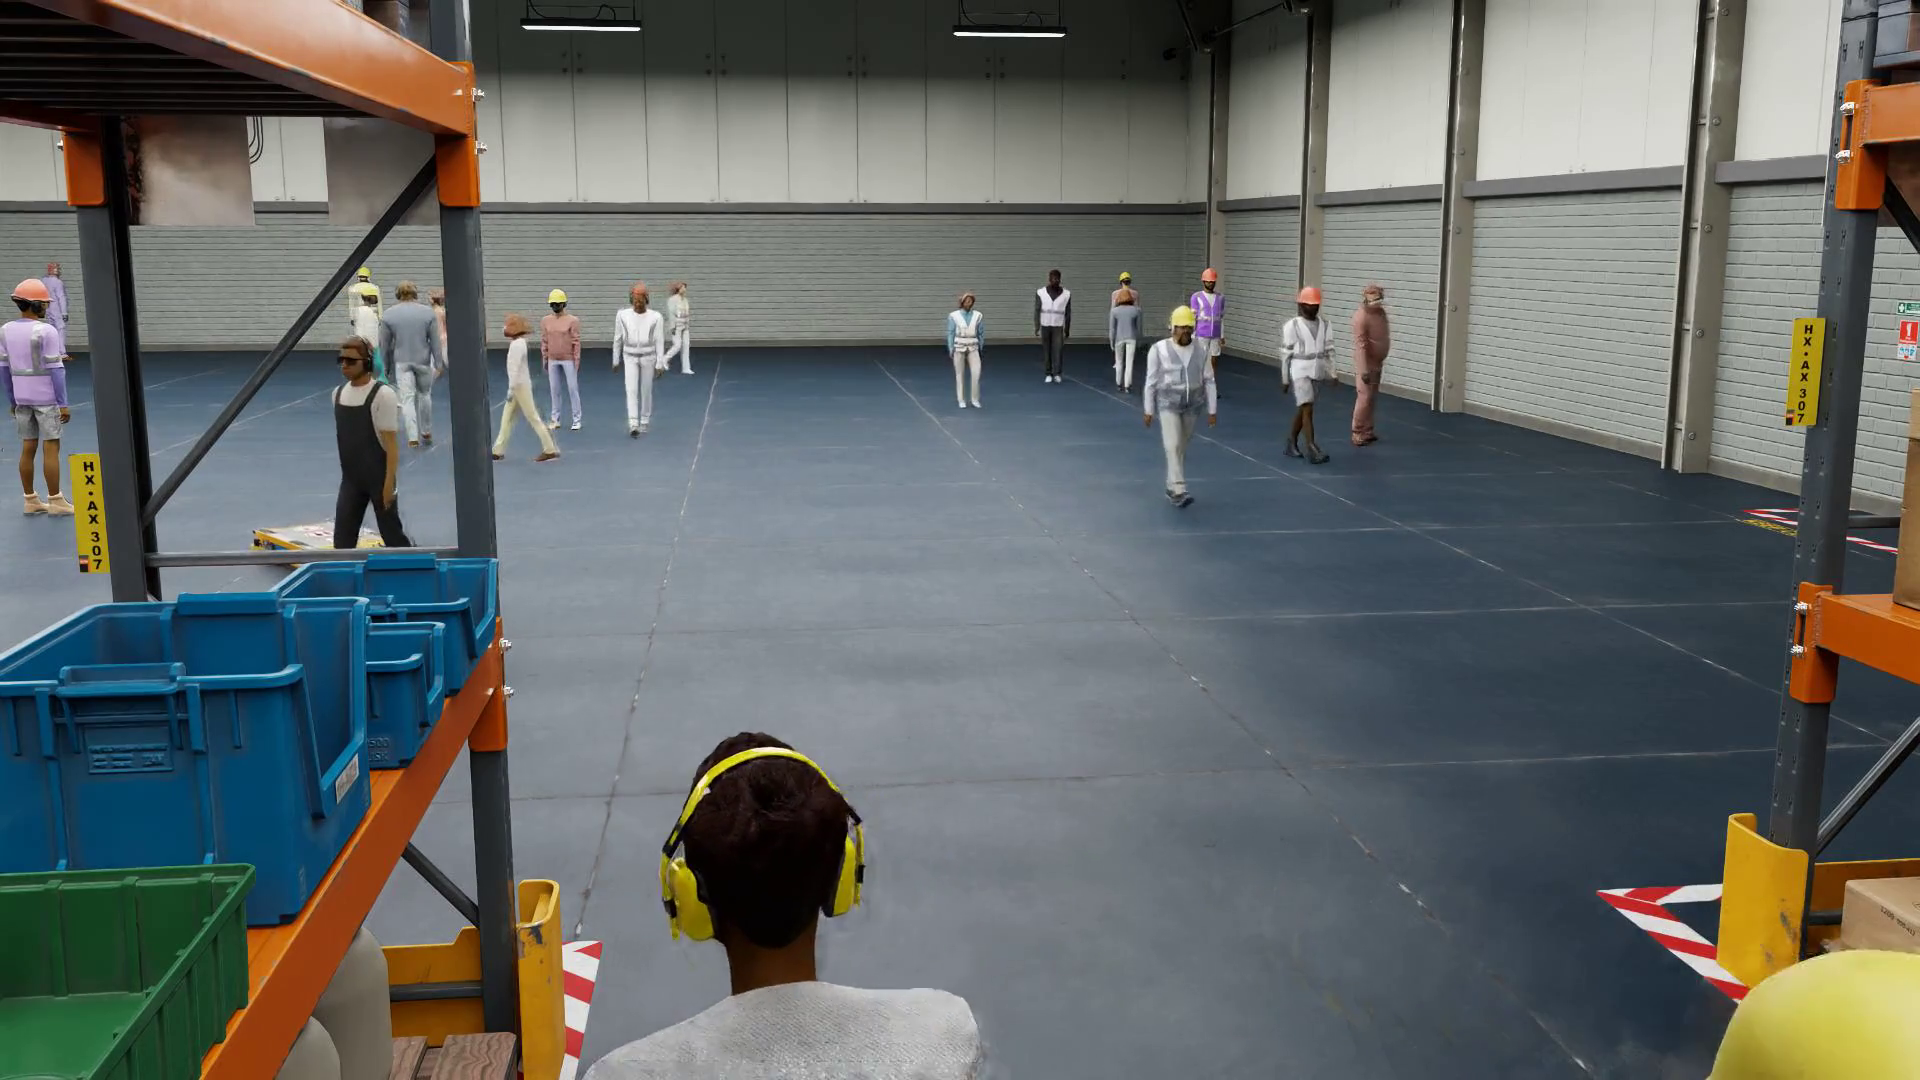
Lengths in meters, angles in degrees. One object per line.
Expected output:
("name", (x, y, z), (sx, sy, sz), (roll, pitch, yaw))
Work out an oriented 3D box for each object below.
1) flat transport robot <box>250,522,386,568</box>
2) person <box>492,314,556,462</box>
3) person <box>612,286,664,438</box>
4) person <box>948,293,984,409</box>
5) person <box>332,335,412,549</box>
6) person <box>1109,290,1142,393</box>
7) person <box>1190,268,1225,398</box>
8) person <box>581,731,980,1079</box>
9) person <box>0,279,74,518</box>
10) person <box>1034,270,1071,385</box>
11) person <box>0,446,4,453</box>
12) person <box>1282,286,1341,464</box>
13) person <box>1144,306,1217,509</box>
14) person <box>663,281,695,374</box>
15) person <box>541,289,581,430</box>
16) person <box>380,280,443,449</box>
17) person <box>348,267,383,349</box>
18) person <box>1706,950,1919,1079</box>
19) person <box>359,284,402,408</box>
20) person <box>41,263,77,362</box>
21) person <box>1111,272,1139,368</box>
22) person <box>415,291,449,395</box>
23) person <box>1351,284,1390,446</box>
("flat transport robot", (-4.642, 0.056, 12.222), (0.652, 0.197, 1.431), (-9, 14, -41))
("person", (-4.739, -1.611, 17.741), (0.847, 1.582, 0.515), (-3, 11, -14))
("person", (-3.886, -2.152, 20.100), (0.623, 1.820, 0.996), (-2, 10, -9))
("person", (0.095, -2.633, 23.248), (0.533, 1.616, 0.617), (-2, 11, -12))
("person", (-3.736, -0.377, 10.419), (0.532, 1.803, 0.879), (4, 11, 23))
("person", (2.578, -3.097, 25.899), (0.503, 1.586, 0.876), (1, 10, 8))
("person", (3.693, -3.059, 24.726), (0.552, 1.935, 0.367), (-3, 11, -16))
("person", (-0.198, 1.138, 2.039), (0.495, 1.828, 0.984), (-2, 11, -12))
("person", (-7.918, -1.214, 14.323), (0.615, 2.041, 0.386), (3, 11, 17))
("person", (1.513, -3.470, 27.202), (0.603, 1.854, 1.036), (1, 10, 3))
("person", (-10.829, -1.774, 18.059), (0.528, 1.815, 0.992), (-1, 10, -7))
("person", (3.747, -1.776, 17.858), (0.547, 1.888, 0.981), (-4, 11, -22))
("person", (1.996, -1.175, 14.801), (0.623, 1.781, 0.912), (-3, 11, -14))
("person", (-4.952, -3.731, 29.249), (0.529, 1.624, 0.527), (6, 12, 28))
("person", (-4.983, -2.246, 20.771), (0.522, 1.759, 0.349), (2, 11, 12))
("person", (-6.315, -2.024, 19.147), (0.665, 1.896, 0.959), (-4, 11, -21))
("person", (-11.206, -4.224, 31.397), (0.597, 1.831, 0.403), (-3, 11, -14))
("person", (0.626, 1.218, 1.331), (0.599, 1.910, 0.414), (-3, 11, -16))
("person", (-8.108, -2.686, 23.185), (0.711, 1.741, 0.547), (-7, 12, -33))
("person", (-17.458, -4.403, 32.186), (0.651, 1.904, 0.403), (6, 12, 31))
("person", (3.018, -4.017, 30.474), (0.520, 1.761, 0.333), (-2, 11, -12))
("person", (-7.841, -2.935, 24.972), (0.867, 1.596, 0.533), (-4, 11, -23))
("person", (4.807, -2.030, 19.306), (0.399, 1.866, 0.790), (8, 13, 36))
